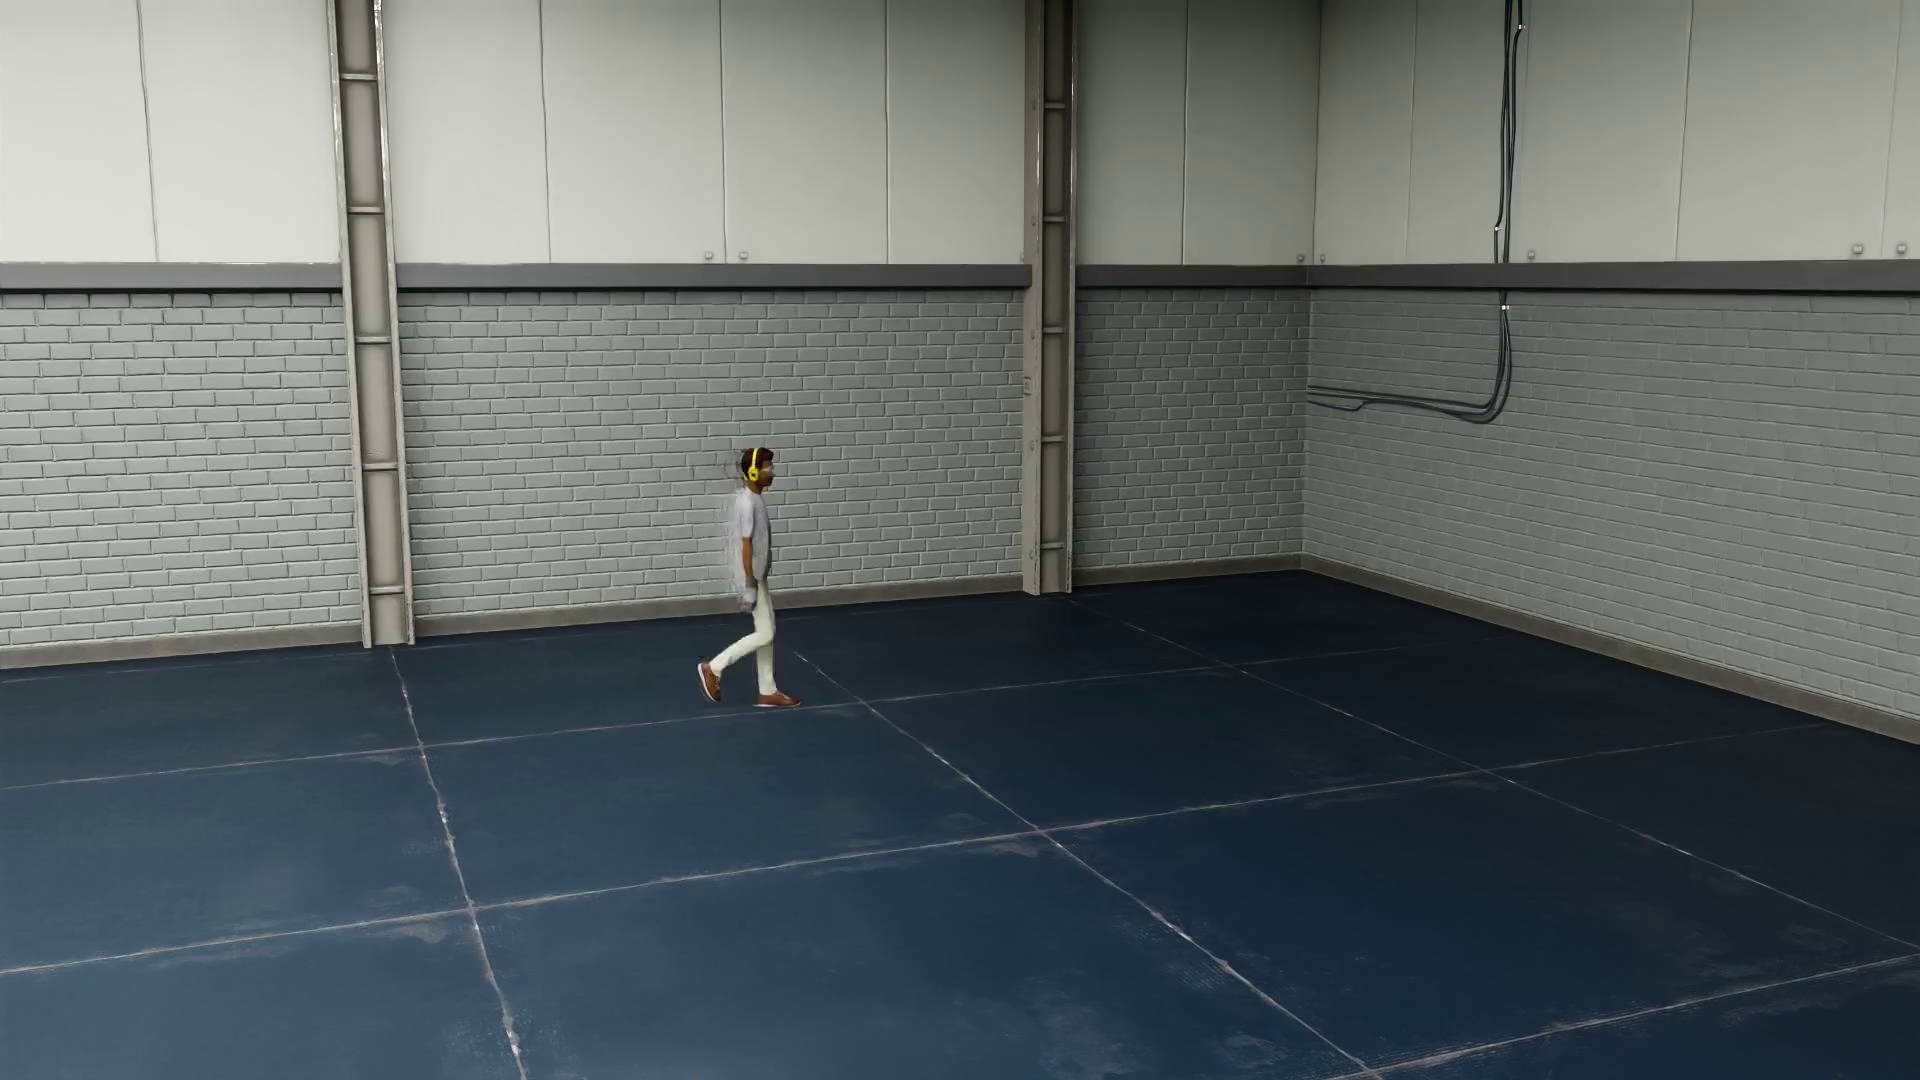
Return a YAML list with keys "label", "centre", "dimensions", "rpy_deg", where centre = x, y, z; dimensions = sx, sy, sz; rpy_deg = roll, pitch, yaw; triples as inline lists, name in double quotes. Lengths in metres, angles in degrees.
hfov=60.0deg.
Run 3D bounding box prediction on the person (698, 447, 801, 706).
- label: "person"
  centre: [-1.468, 0.272, 11.593]
  dimensions: [0.625, 1.855, 0.535]
  rpy_deg: [0, 9, -1]
